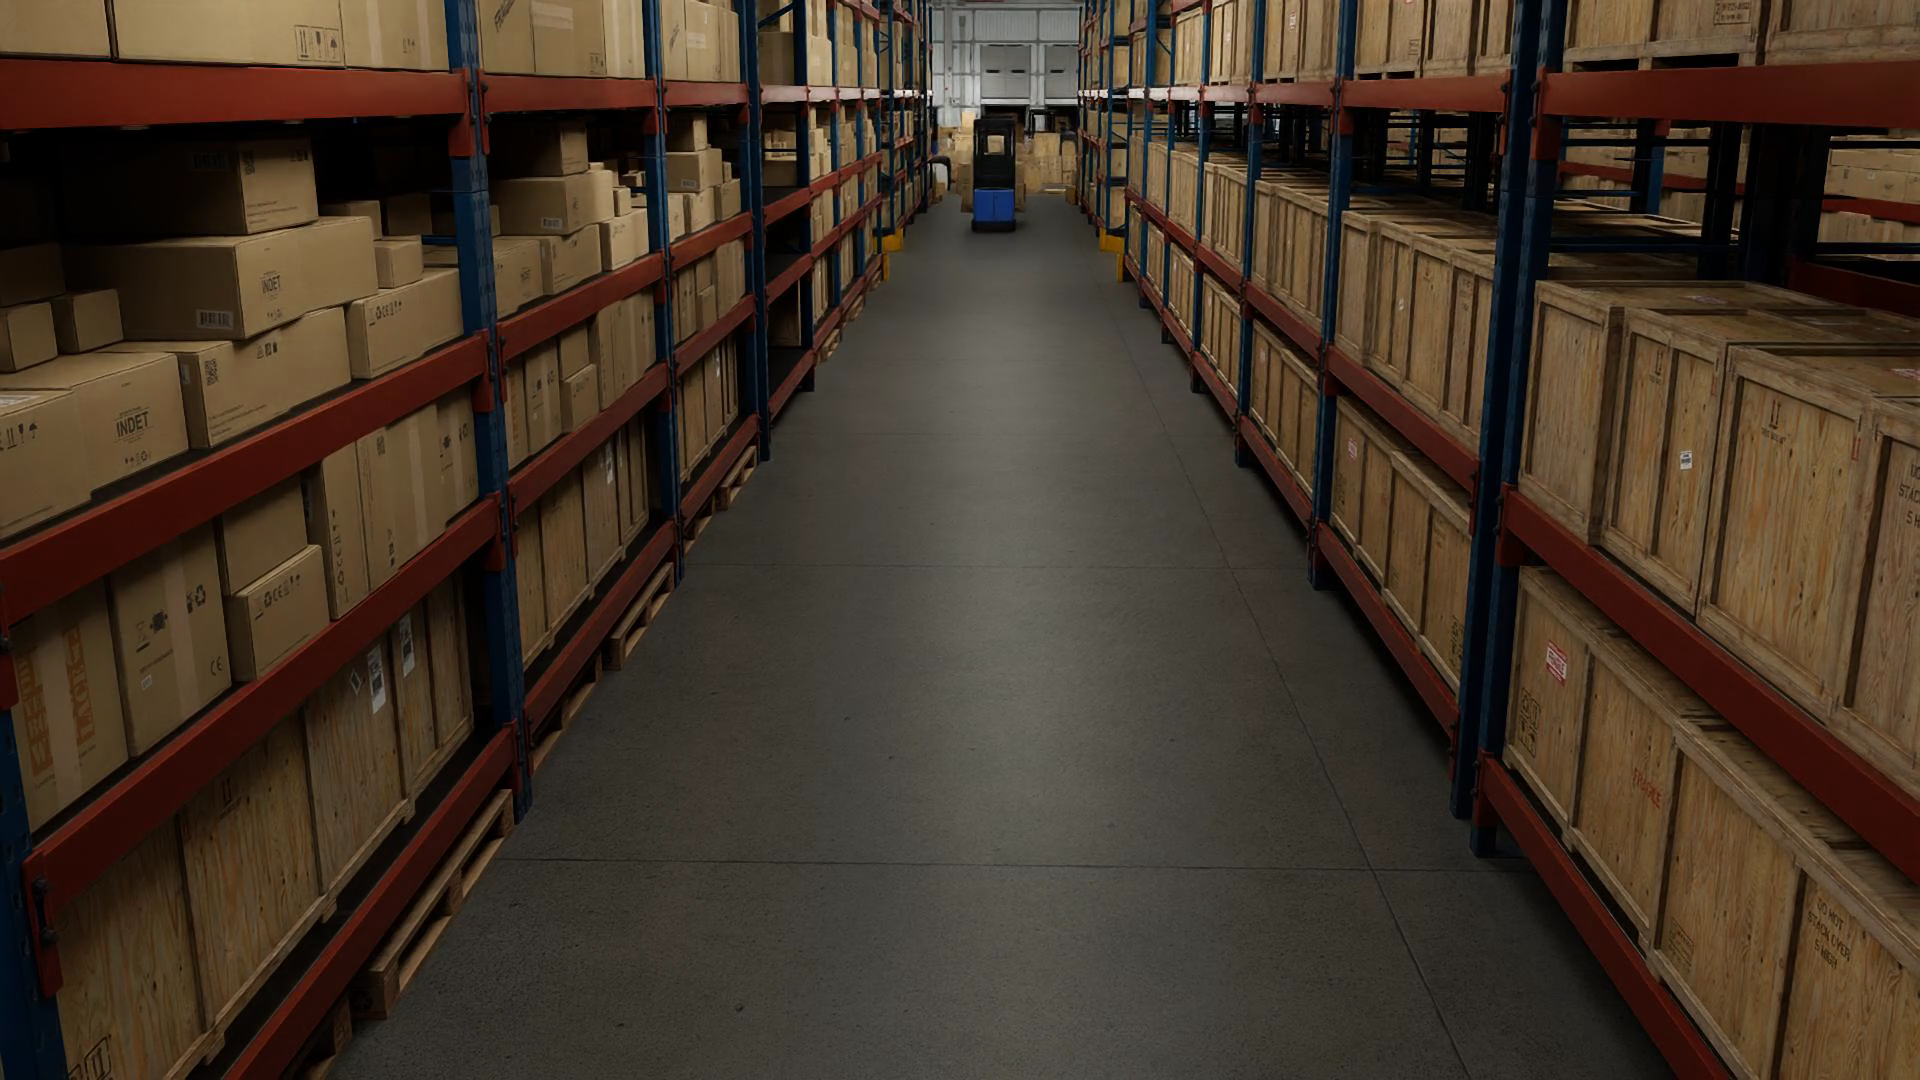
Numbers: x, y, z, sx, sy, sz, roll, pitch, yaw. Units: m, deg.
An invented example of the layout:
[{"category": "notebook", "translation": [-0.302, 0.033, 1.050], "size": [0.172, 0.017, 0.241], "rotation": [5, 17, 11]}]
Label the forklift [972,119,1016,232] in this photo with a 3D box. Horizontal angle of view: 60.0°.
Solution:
[{"category": "forklift", "translation": [0.874, -9.351, 42.582], "size": [1.129, 2.768, 1.873], "rotation": [0, 15, 1]}]

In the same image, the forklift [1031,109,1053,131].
[{"category": "forklift", "translation": [3.409, -16.577, 69.470], "size": [1.129, 2.768, 1.873], "rotation": [0, 15, 2]}]

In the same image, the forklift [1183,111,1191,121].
[{"category": "forklift", "translation": [8.219, -14.826, 62.956], "size": [1.129, 2.768, 1.873], "rotation": [0, 15, 1]}]

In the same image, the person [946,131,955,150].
[{"category": "person", "translation": [-0.355, -16.002, 69.153], "size": [0.456, 1.923, 0.635], "rotation": [4, 15, 13]}]

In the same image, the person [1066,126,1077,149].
[{"category": "person", "translation": [5.515, -19.523, 82.340], "size": [0.637, 1.890, 1.041], "rotation": [5, 16, 16]}]

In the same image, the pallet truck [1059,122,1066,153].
[{"category": "pallet truck", "translation": [5.788, -21.111, 88.014], "size": [1.885, 1.965, 0.823], "rotation": [5, 16, 18]}]

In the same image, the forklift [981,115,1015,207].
[{"category": "forklift", "translation": [1.094, -11.409, 50.239], "size": [1.129, 2.768, 1.873], "rotation": [0, 15, 2]}]

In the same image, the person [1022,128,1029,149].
[{"category": "person", "translation": [3.174, -18.302, 77.793], "size": [0.985, 1.892, 0.553], "rotation": [10, 18, 33]}]

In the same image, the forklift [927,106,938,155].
[{"category": "forklift", "translation": [-1.526, -20.314, 83.372], "size": [1.129, 2.768, 1.873], "rotation": [-14, 20, -41]}]
